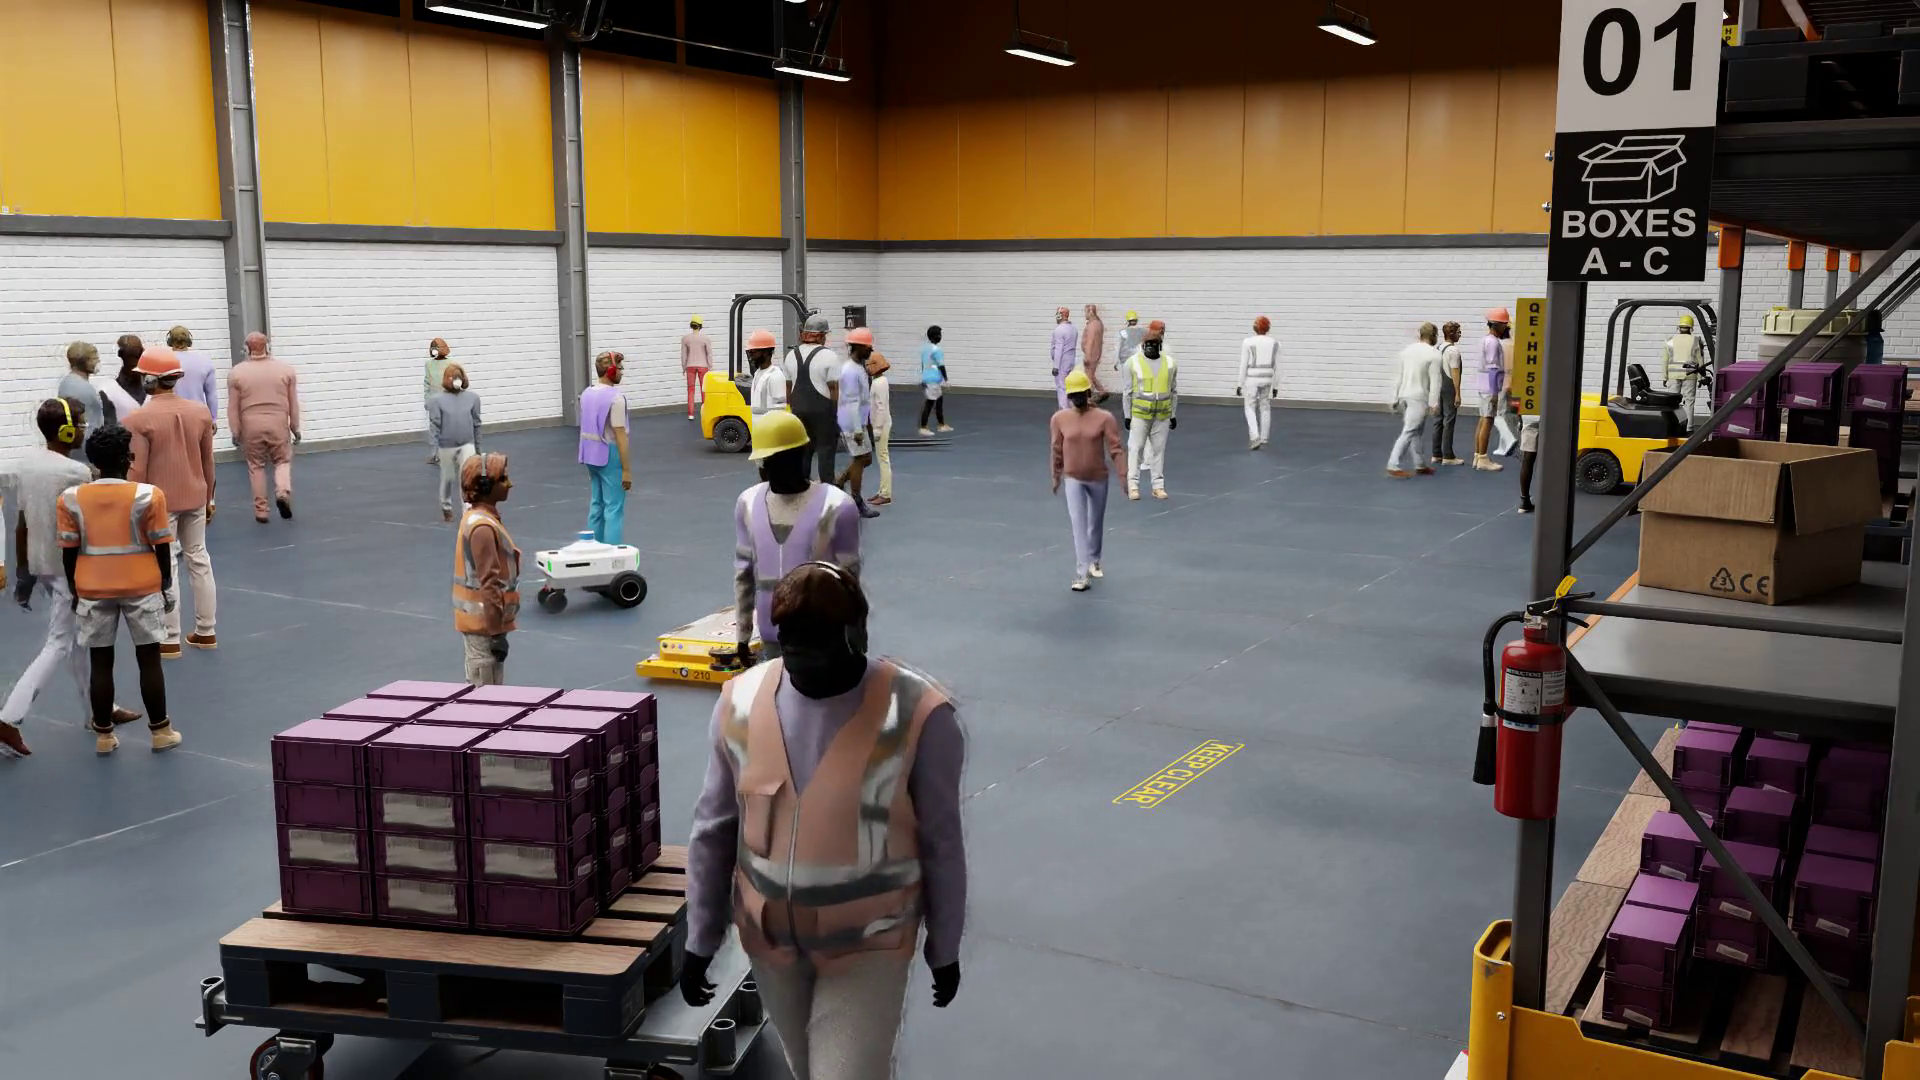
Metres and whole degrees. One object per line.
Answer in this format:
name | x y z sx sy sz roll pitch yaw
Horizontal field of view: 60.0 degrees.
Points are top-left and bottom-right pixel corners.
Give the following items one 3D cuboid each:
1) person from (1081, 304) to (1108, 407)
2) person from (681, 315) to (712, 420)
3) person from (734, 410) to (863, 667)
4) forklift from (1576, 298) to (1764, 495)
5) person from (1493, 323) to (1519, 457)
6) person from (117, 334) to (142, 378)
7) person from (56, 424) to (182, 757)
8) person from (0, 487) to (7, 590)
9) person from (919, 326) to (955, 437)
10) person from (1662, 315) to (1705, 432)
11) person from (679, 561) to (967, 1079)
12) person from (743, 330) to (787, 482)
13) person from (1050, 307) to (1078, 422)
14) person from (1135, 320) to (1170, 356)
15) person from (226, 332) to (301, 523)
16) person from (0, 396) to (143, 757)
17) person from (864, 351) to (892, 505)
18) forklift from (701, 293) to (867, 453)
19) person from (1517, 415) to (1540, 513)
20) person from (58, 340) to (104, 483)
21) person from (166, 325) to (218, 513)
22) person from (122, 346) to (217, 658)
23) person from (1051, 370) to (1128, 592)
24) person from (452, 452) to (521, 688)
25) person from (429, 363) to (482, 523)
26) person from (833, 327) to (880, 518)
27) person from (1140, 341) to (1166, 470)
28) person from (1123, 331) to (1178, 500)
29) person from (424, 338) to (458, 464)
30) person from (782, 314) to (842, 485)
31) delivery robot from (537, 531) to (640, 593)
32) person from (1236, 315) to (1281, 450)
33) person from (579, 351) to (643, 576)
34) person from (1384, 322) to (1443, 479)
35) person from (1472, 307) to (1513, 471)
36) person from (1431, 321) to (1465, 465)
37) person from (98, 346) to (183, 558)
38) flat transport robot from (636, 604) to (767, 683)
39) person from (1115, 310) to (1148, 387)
person | 2.426 -3.397 30.658 0.444 1.894 0.674 3 10 20
person | -4.403 -2.880 27.855 0.527 1.768 0.331 0 9 3
person | -0.684 0.358 7.296 0.595 1.891 0.881 4 10 22
forklift | 7.954 -1.589 18.462 2.313 2.155 1.214 5 11 30
person | 7.283 -2.031 22.149 0.600 1.896 0.717 -3 10 -18
person | -8.951 -1.307 17.932 0.954 1.791 0.659 0 9 -2
person | -4.275 0.259 8.467 0.537 1.697 0.320 -2 9 -12
person | -5.327 0.097 8.740 0.552 1.935 0.374 -3 10 -20
person | -0.309 -2.397 25.142 0.761 1.670 0.542 -4 10 -22
person | 10.922 -2.476 25.121 0.592 1.833 0.404 6 11 31
person | -0.354 0.953 3.827 0.639 1.796 0.941 3 10 21
person | -1.817 -0.983 15.478 0.373 1.934 0.551 -5 10 -27
person | 1.696 -2.909 27.596 0.403 1.906 0.652 5 11 31
person | 2.480 -1.908 21.475 0.577 1.863 0.450 9 12 43
person | -6.834 -1.098 16.340 0.664 1.887 0.464 -4 10 -25
person | -4.716 0.174 8.622 0.520 1.832 0.940 4 10 25
person | -0.866 -1.185 17.684 0.287 1.633 0.498 0 9 -1
forklift | -2.458 -2.344 23.176 2.313 2.155 1.214 0 9 -2
person | 5.952 -1.232 16.943 0.364 1.965 0.609 -9 12 -43
person | -7.124 -0.649 13.435 0.547 1.926 0.637 -5 11 -31
person | -7.845 -1.204 16.852 0.630 1.940 0.373 -6 11 -34
person | -5.060 -0.242 10.669 0.375 1.997 0.612 5 10 28
person | 1.017 -0.491 13.128 0.612 1.703 0.933 1 9 9
person | -2.178 0.412 7.691 0.313 1.642 0.513 -3 10 -19
person | -4.891 -0.919 16.124 0.505 1.601 0.816 -5 10 -27
person | -1.079 -1.177 16.715 0.513 1.923 0.554 1 9 9
person | 2.391 -1.674 20.806 0.426 1.650 0.534 2 9 15
person | 2.079 -1.356 18.116 0.624 1.841 0.430 -2 9 -12
person | -6.676 -1.784 21.424 0.507 1.632 0.274 3 9 16
person | -1.483 -1.360 17.510 0.689 2.000 0.539 6 11 31
delivery robot | -2.737 0.178 12.243 0.707 0.478 0.477 -5 10 -28
person | 4.169 -2.188 23.196 0.606 1.885 0.444 -2 9 -13
person | -2.830 -0.585 13.291 0.373 1.840 0.571 -8 12 -43
person | 5.460 -1.670 20.013 0.872 1.882 0.651 -4 10 -23
person | 6.660 -1.883 20.775 0.395 2.038 0.615 1 9 9
person | 6.279 -1.882 21.378 0.345 1.846 0.508 -3 9 -16
person | -7.025 -0.749 14.306 0.915 1.858 0.670 6 11 34
flat transport robot | -1.408 0.639 10.542 0.652 0.197 1.431 3 10 19
person | 3.094 -3.249 30.063 0.607 1.802 0.832 -2 9 -11
